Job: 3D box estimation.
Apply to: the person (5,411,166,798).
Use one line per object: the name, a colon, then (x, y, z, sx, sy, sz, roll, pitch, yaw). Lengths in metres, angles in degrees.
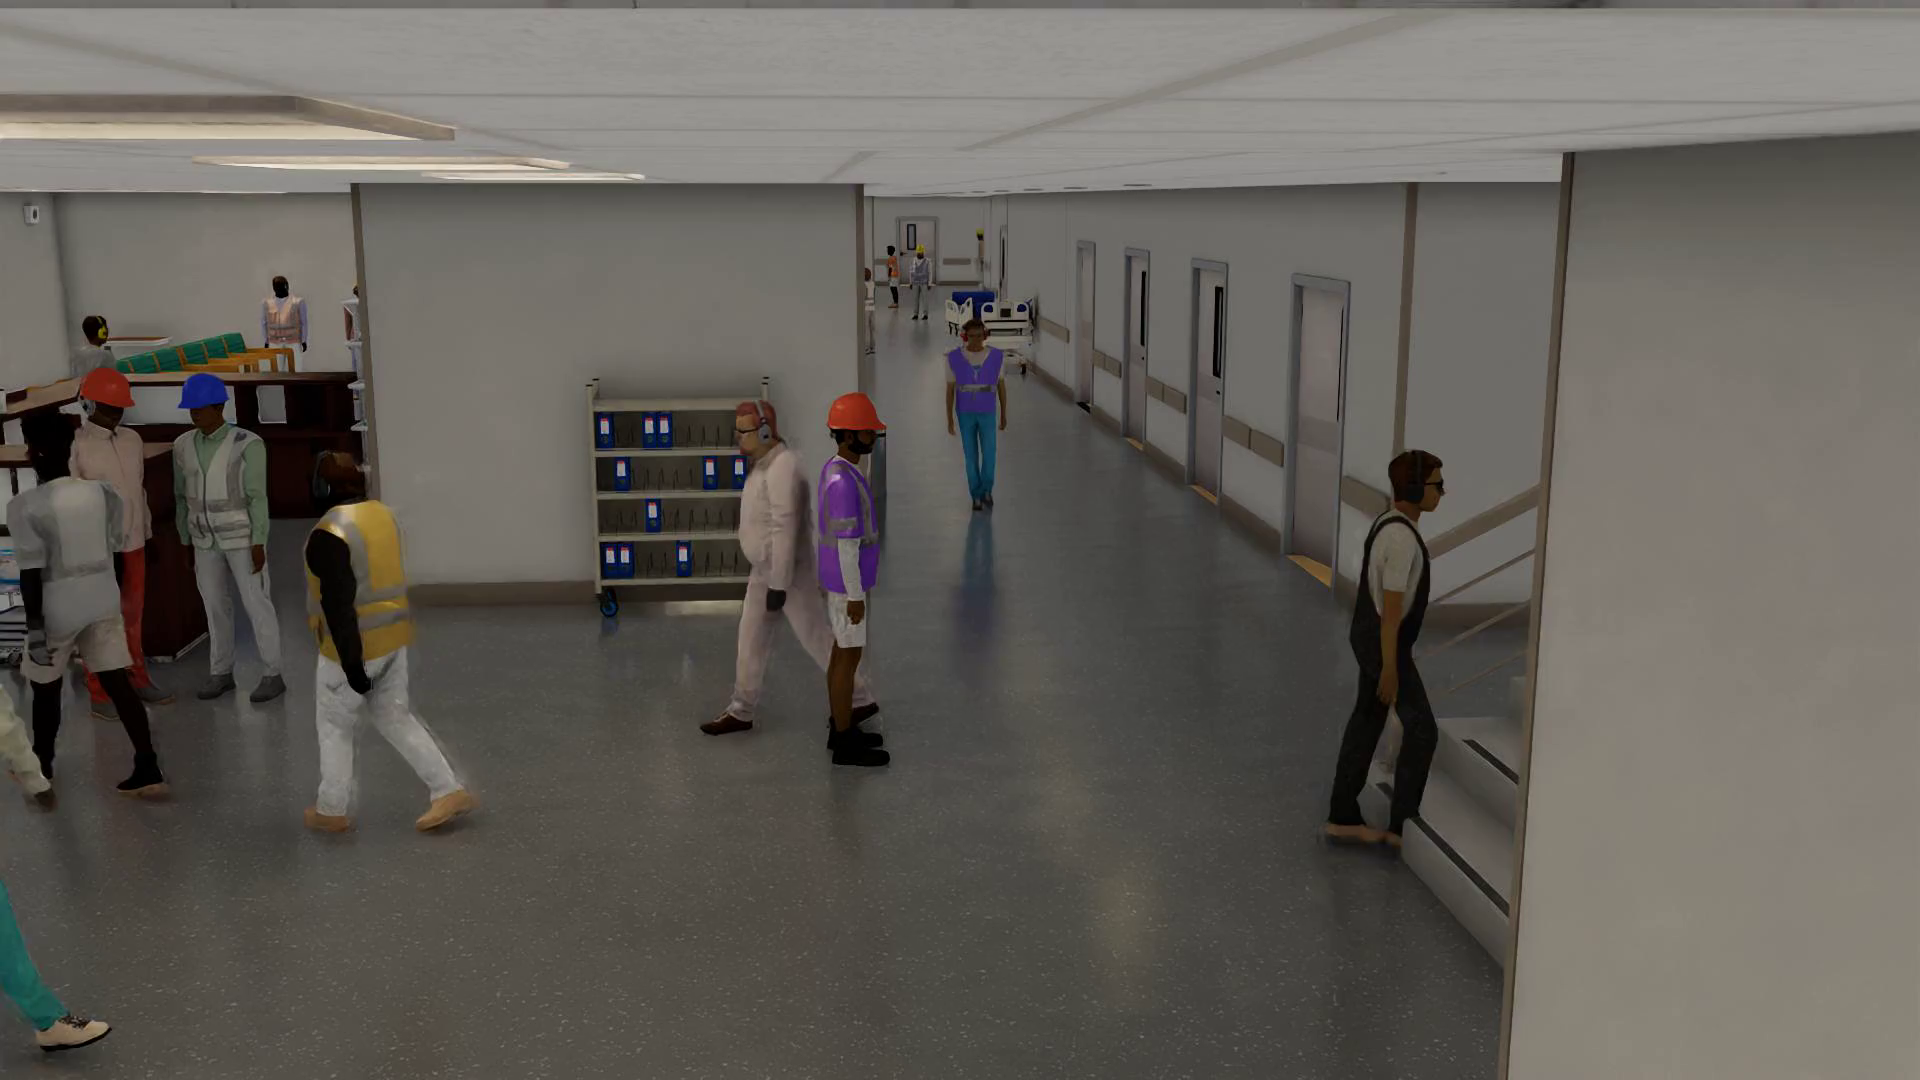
person: (-4.316, 0.321, 8.118, 1.025, 1.914, 0.624, 6, 13, 27)

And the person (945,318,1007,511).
person: (0.151, -1.175, 15.635, 0.583, 1.817, 0.457, 0, 12, -1)

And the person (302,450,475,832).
person: (-2.679, 0.483, 7.641, 0.792, 1.795, 0.642, 3, 12, 15)

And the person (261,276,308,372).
person: (-9.628, -2.840, 23.729, 0.624, 1.844, 0.430, -1, 12, -6)

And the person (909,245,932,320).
person: (-0.967, -6.298, 40.686, 0.590, 1.824, 0.403, 5, 12, 21)

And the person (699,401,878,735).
person: (-0.922, 0.156, 9.073, 0.951, 1.863, 0.645, -5, 13, -23)

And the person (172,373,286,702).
person: (-4.281, -0.007, 9.666, 0.602, 1.939, 0.423, 2, 12, 11)

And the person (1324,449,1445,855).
person: (1.968, 0.517, 7.353, 0.687, 1.821, 0.567, 1, 12, 7)

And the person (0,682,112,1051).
person: (-3.298, 0.907, 5.673, 0.832, 1.731, 0.546, -1, 12, -3)

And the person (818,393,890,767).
person: (-0.552, 0.201, 8.631, 0.361, 1.938, 0.545, -2, 12, -7)

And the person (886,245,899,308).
person: (-1.833, -7.157, 45.203, 0.322, 1.689, 0.535, 2, 12, 10)

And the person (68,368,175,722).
person: (-4.777, 0.019, 9.404, 0.393, 1.985, 0.611, 3, 12, 15)

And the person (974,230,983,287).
person: (0.704, -9.479, 56.011, 0.428, 1.901, 0.606, 2, 12, 11)
